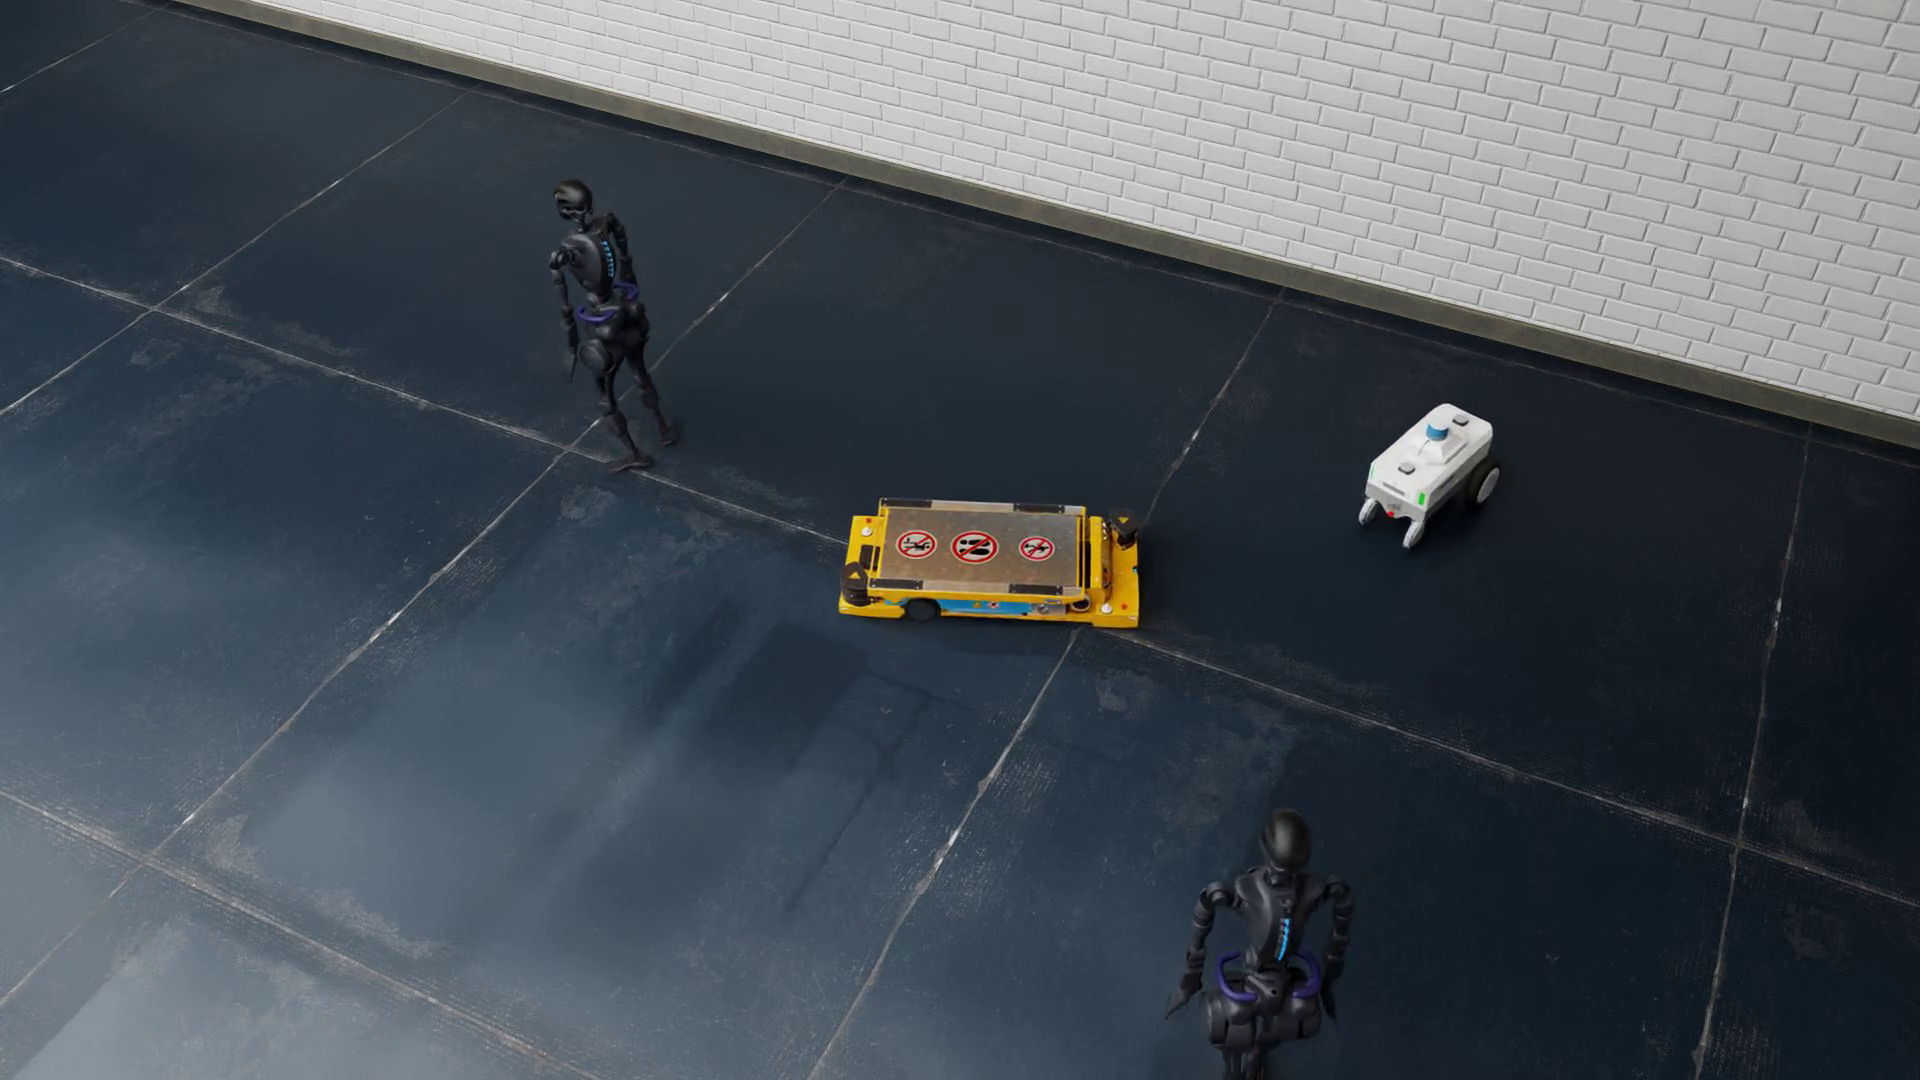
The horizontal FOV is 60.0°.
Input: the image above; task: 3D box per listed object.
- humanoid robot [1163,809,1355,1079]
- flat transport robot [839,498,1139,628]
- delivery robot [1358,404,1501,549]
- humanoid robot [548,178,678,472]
[{"bbox_3d":[0.988,1.492,5.623,0.597,1.636,0.654,-3,43,-4],"label":"humanoid robot"},{"bbox_3d":[0.154,0.111,8.135,1.431,0.231,0.659,2,43,3],"label":"flat transport robot"},{"bbox_3d":[2.376,-0.369,8.433,0.499,0.581,0.774,32,52,30],"label":"delivery robot"},{"bbox_3d":[-1.757,-1.079,8.391,0.377,1.639,0.607,20,47,21],"label":"humanoid robot"}]
